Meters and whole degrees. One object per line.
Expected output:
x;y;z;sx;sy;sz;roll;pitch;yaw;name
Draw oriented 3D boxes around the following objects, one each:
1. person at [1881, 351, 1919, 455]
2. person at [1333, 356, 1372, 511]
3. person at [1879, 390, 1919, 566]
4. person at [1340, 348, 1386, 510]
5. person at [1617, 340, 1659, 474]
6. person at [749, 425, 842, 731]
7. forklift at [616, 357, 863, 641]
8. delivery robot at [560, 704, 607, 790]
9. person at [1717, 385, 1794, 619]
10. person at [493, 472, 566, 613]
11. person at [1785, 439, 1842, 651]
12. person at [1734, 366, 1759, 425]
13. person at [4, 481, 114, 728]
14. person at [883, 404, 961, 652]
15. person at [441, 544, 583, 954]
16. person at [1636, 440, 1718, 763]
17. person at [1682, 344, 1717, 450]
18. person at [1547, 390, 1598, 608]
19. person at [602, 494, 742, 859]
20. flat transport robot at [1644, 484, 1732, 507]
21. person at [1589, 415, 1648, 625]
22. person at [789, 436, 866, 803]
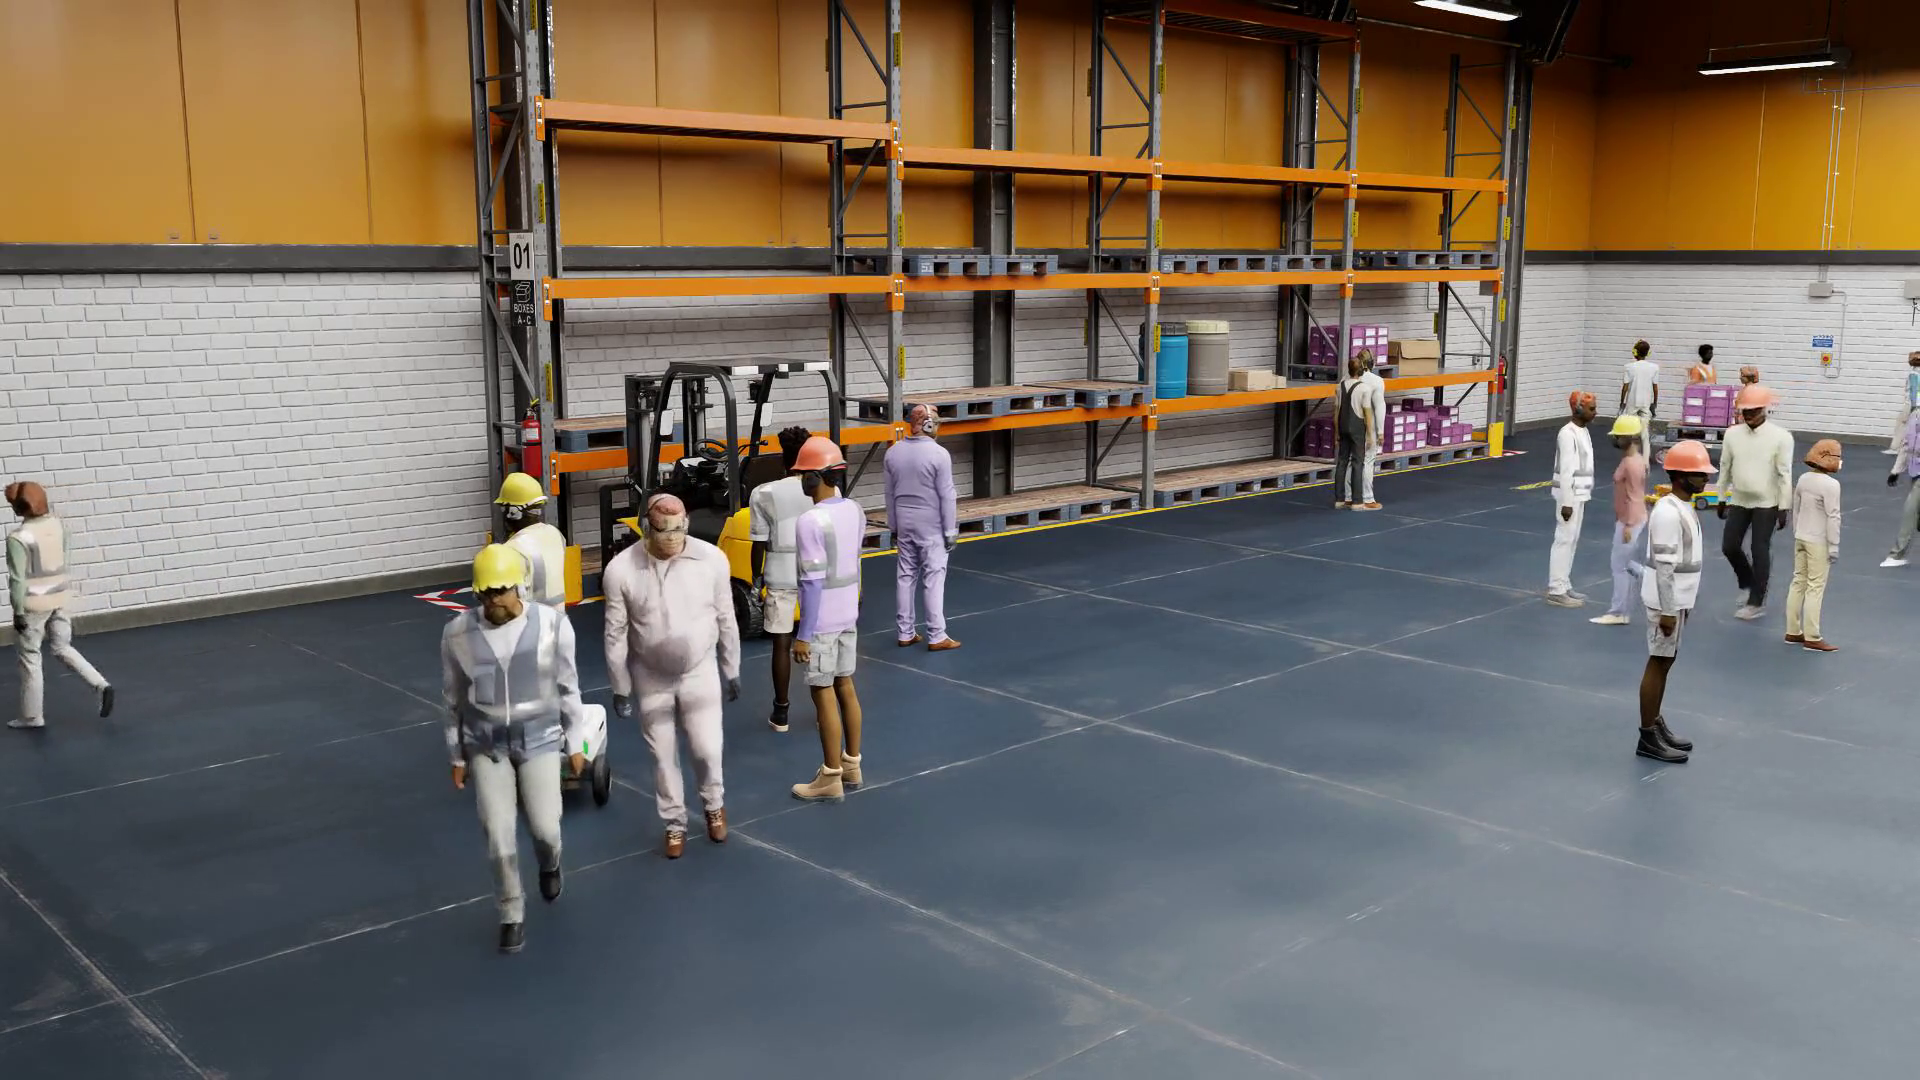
14.573;-2.067;25.261;0.518;1.603;0.815;-8;13;-40;person
4.698;-1.268;19.876;0.327;1.842;0.517;-8;12;-39;person
9.513;-0.655;16.297;0.928;1.899;0.635;-1;10;-3;person
4.822;-1.323;19.927;0.371;1.939;0.630;-8;13;-40;person
9.466;-1.851;23.231;0.537;1.865;0.312;1;10;5;person
-1.042;0.248;10.645;0.618;1.962;0.361;-2;10;-10;person
-1.847;-0.414;13.852;1.214;2.155;2.313;-9;13;-42;forklift
-2.212;1.117;9.411;0.477;0.478;0.707;-1;10;-4;delivery robot
6.657;-0.323;13.965;0.523;1.970;0.660;-7;12;-37;person
-2.435;0.530;9.383;0.404;1.830;0.603;2;10;10;person
6.626;0.035;12.869;0.285;1.632;0.499;-1;10;-4;person
10.106;-1.417;21.358;0.313;1.636;0.517;0;10;-1;person
-5.827;0.419;10.631;0.622;1.619;0.527;2;10;11;person
-0.273;-0.095;12.845;0.637;1.904;0.403;7;12;37;person
-1.979;0.885;7.379;0.606;1.807;0.531;-2;10;-9;person
4.326;0.361;10.062;0.369;1.939;0.542;6;11;32;person
11.659;-2.270;26.237;0.531;1.669;0.660;-6;11;-31;person
5.330;-0.365;14.470;0.337;1.883;0.584;6;11;32;person
-1.438;0.686;8.347;0.672;1.874;0.431;-2;10;-9;person
9.150;-0.544;20.236;1.431;0.197;0.652;-1;10;-7;flat transport robot
5.546;-0.155;13.627;0.572;1.748;0.532;3;10;17;person
-0.767;0.441;9.288;0.387;2.041;0.615;4;11;24;person
